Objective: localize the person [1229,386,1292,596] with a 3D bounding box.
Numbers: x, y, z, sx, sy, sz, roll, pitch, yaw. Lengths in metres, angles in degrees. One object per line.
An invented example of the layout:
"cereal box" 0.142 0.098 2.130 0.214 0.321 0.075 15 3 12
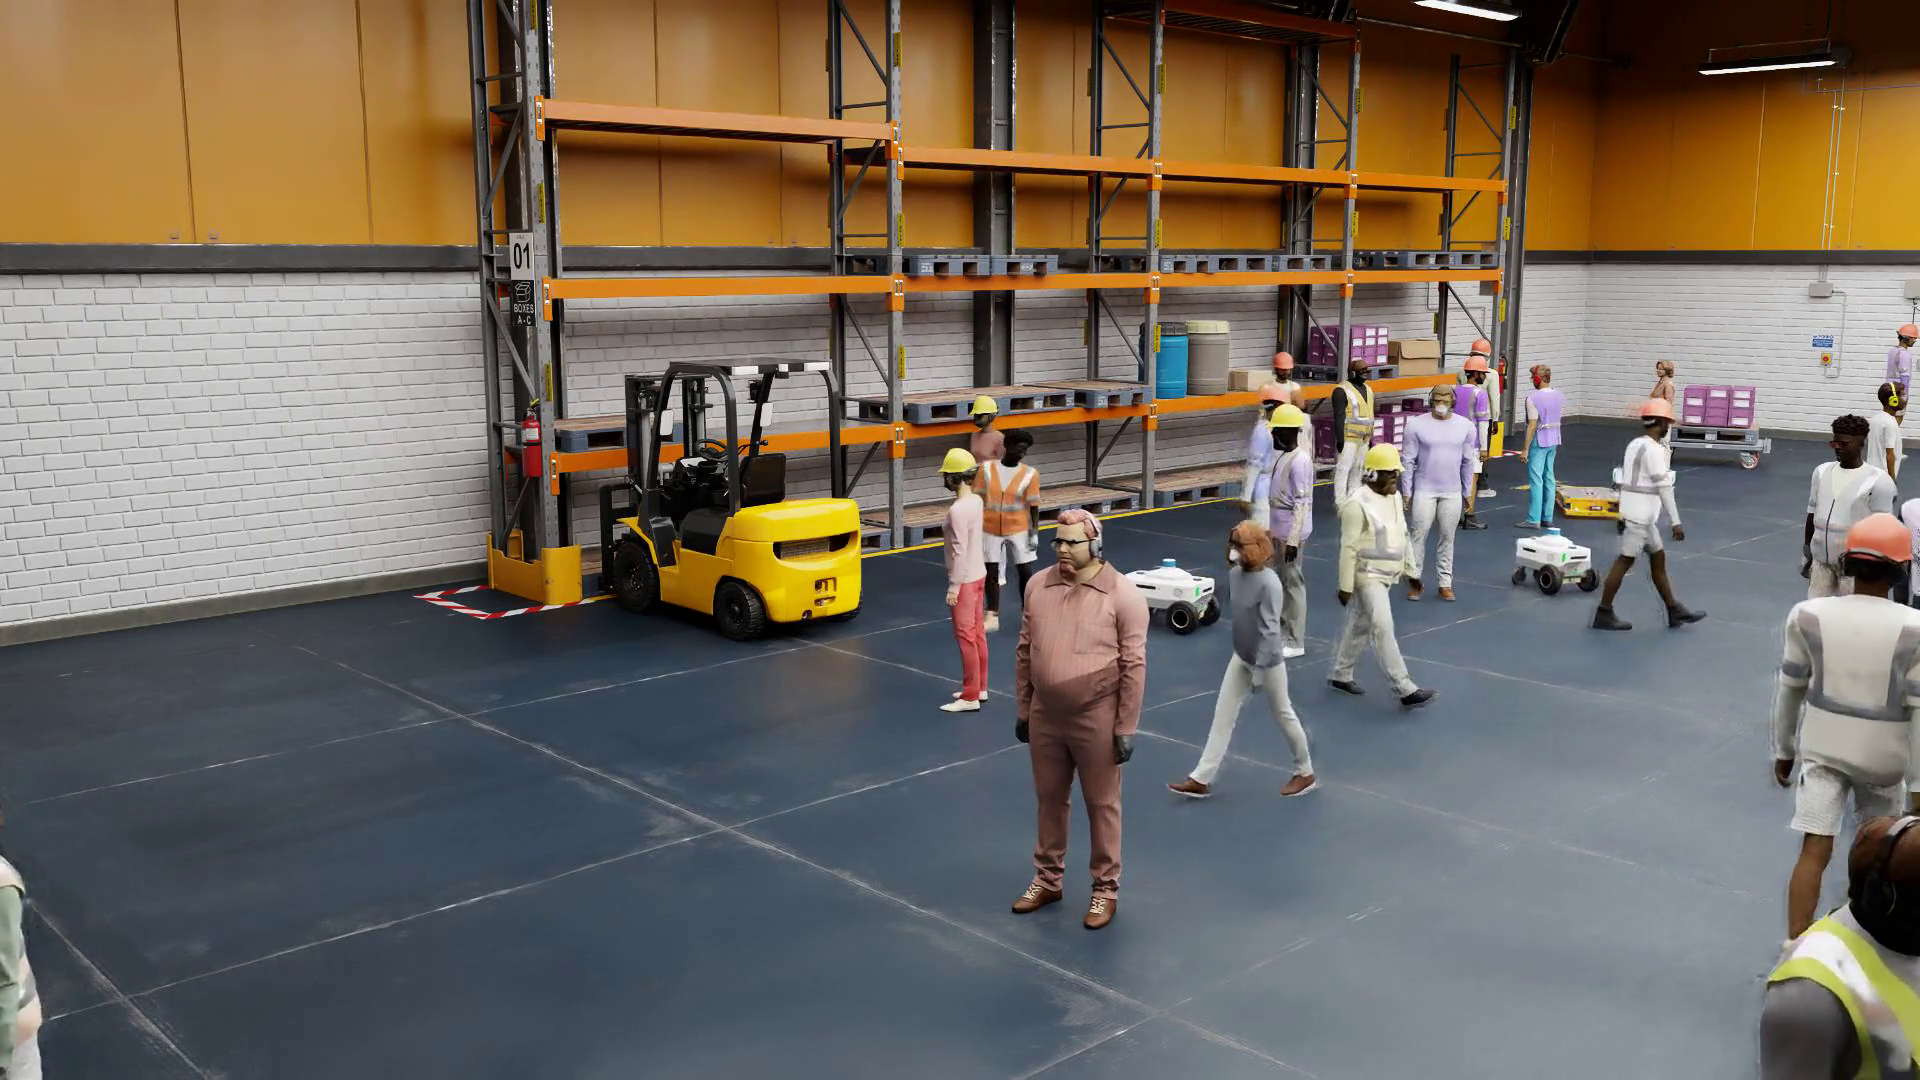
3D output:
"person" 2.691 -0.415 14.742 0.505 1.889 0.576 2 10 14

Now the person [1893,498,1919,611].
"person" 5.973 0.391 10.084 0.605 1.868 0.971 6 12 33

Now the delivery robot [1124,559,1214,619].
"delivery robot" 1.703 0.399 13.611 0.707 0.478 0.477 6 11 33

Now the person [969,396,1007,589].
"person" 0.233 -0.436 15.237 0.314 1.767 0.534 -7 12 -36

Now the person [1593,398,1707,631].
"person" 5.632 -0.189 13.427 0.982 1.877 0.586 2 10 11

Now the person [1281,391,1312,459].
"person" 3.537 -0.768 17.624 0.596 1.619 0.336 -8 12 -38

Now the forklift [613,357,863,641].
"forklift" -1.847 -0.414 13.852 1.214 2.155 2.313 -9 13 -42

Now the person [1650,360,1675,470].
"person" 9.447 -1.599 22.398 0.306 1.645 0.522 1 10 7

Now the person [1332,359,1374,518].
"person" 4.598 -1.181 19.373 0.621 1.845 0.429 -8 13 -39

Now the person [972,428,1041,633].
"person" 0.395 -0.078 13.413 0.622 1.672 0.453 2 10 11

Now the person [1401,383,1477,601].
"person" 4.200 -0.420 14.644 0.634 1.936 0.351 1 10 5

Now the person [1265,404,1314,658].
"person" 2.473 -0.067 12.601 0.370 1.927 0.588 0 10 -2

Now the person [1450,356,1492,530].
"person" 5.686 -1.084 18.534 0.369 1.933 0.551 -5 11 -26

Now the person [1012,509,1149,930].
"person" 0.521 0.803 7.574 0.642 1.909 0.408 6 11 31

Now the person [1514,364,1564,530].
"person" 6.465 -1.029 18.497 0.563 1.838 0.390 -7 12 -35

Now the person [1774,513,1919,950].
"person" 3.669 0.883 6.859 0.619 2.003 1.052 8 13 40

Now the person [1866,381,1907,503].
"person" 8.673 -0.551 15.594 0.328 1.876 0.513 2 10 9

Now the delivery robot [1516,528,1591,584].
"delivery robot" 5.413 0.132 15.177 0.477 0.478 0.707 -3 10 -18

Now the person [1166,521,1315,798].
"person" 1.626 0.678 9.247 0.890 1.581 0.514 -4 11 -25

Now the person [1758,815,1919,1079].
"person" 2.159 1.504 3.796 0.624 1.791 0.953 -7 12 -36

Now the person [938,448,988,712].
"person" 0.008 0.268 11.117 0.326 1.767 0.533 3 10 16

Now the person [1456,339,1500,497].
"person" 6.540 -1.537 21.007 0.373 1.997 0.618 -8 13 -40

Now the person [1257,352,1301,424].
"person" 3.721 -1.219 19.321 0.551 1.934 0.373 -3 10 -19

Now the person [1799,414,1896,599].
"person" 6.071 0.109 11.457 0.367 1.966 0.607 -5 11 -27

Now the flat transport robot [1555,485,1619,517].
"flat transport robot" 7.481 -0.473 19.819 0.652 0.197 1.431 2 10 13

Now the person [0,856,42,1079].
"person" -2.863 1.438 4.651 0.545 1.617 0.633 5 11 28

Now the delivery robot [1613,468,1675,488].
"delivery robot" 8.362 -0.748 20.326 0.707 0.478 0.477 4 10 23

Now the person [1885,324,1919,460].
"person" 14.055 -2.210 24.860 0.401 2.032 0.614 2 10 10

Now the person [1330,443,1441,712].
"person" 2.881 0.242 11.203 0.914 1.785 0.594 8 13 40
